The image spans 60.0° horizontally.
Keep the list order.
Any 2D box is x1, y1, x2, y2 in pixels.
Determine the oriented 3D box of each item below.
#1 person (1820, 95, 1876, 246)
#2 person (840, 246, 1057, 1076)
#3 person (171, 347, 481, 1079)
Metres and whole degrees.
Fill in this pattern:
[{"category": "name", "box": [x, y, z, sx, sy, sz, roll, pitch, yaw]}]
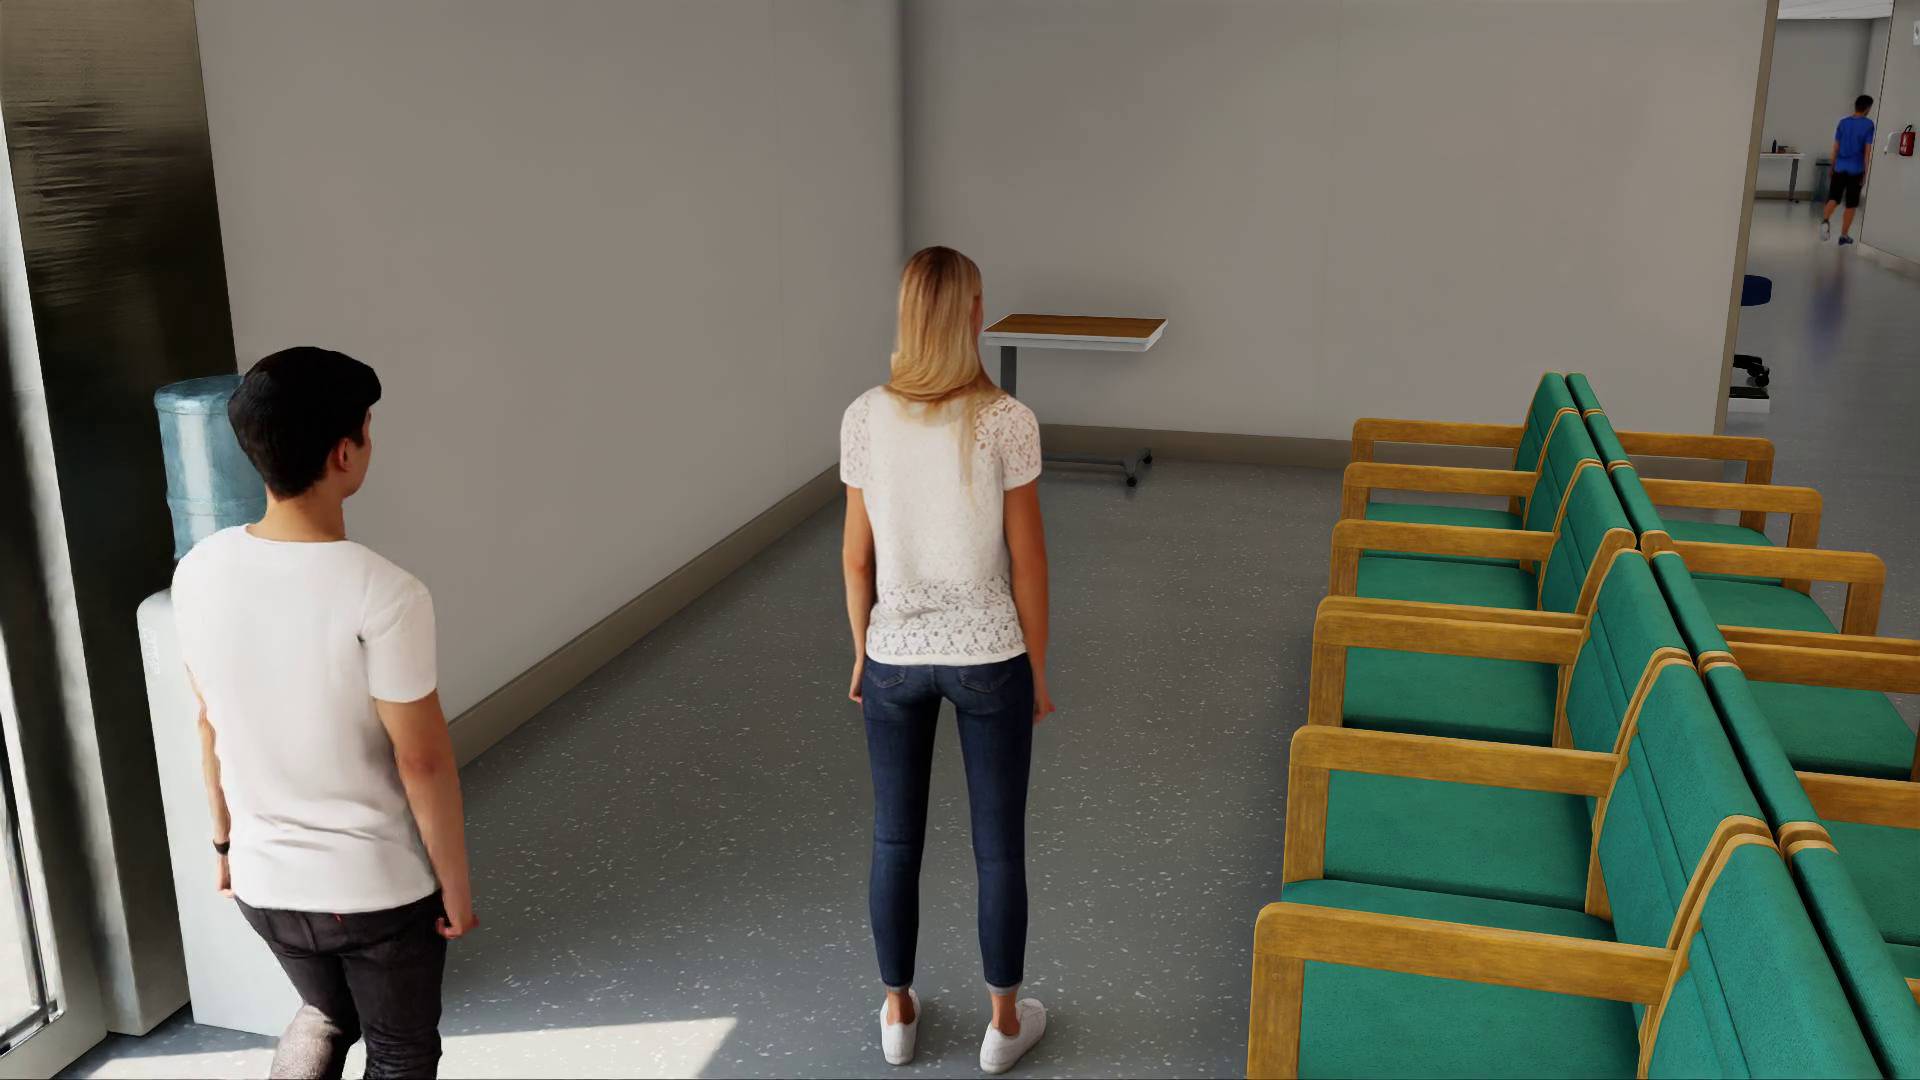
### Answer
[{"category": "person", "box": [11.072, -4.591, 20.779, 1.061, 1.842, 1.005, 15, 21, 42]}, {"category": "person", "box": [-0.030, 0.285, 3.547, 0.449, 1.807, 0.669, 3, 16, 12]}, {"category": "person", "box": [-1.083, 0.546, 2.748, 0.709, 1.708, 0.719, 5, 17, 18]}]
